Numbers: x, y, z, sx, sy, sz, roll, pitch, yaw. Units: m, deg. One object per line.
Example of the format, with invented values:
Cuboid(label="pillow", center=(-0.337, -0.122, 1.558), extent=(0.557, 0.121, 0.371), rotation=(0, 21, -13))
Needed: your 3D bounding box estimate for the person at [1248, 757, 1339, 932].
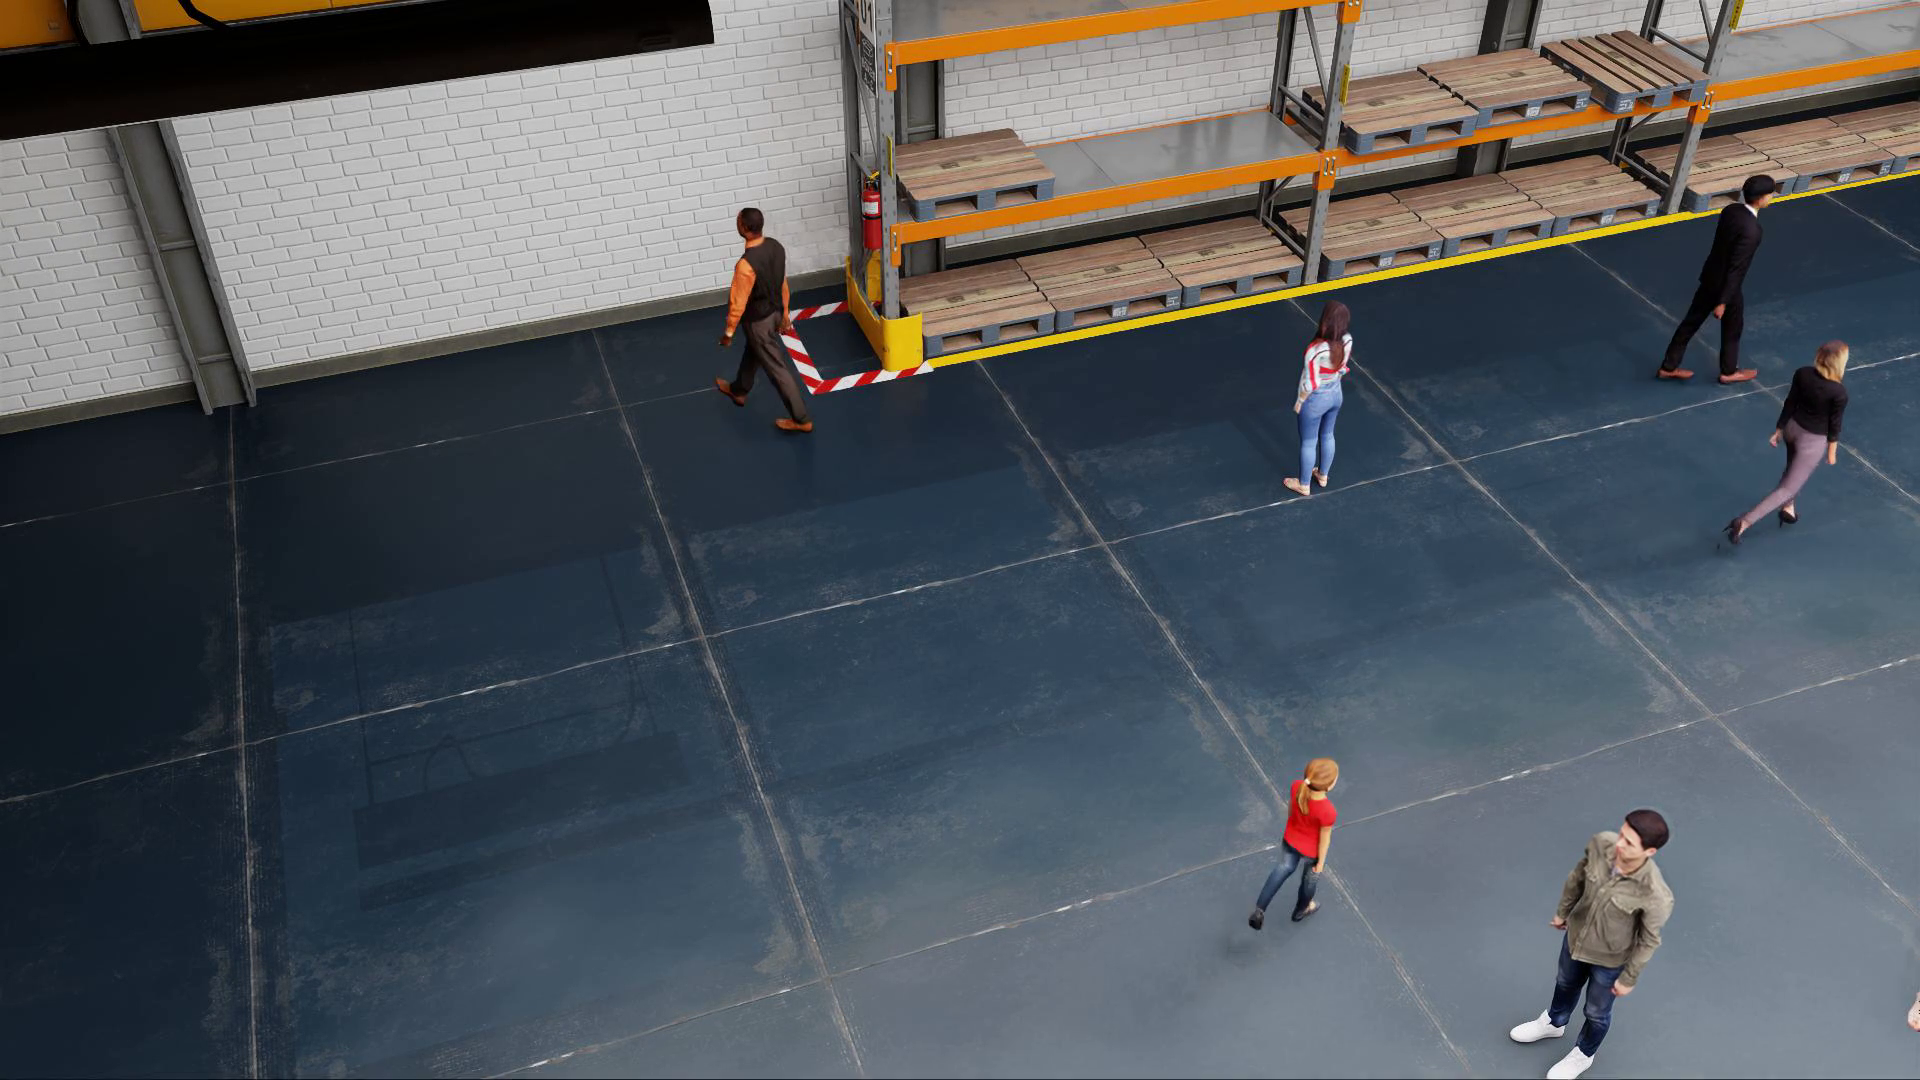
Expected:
Cuboid(label="person", center=(1.836, 1.687, 9.092), extent=(0.820, 1.297, 0.631), rotation=(-26, 46, -29))

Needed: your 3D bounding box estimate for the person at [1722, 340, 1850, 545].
Cuboid(label="person", center=(5.874, -0.635, 11.725), extent=(1.010, 1.637, 0.590), rotation=(-12, 40, -15))

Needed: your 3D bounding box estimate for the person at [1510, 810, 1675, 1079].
Cuboid(label="person", center=(3.193, 1.999, 8.245), extent=(0.571, 1.864, 0.709), rotation=(-15, 41, -18))

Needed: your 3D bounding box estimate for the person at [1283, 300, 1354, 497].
Cuboid(label="person", center=(2.670, -1.054, 12.269), extent=(0.535, 1.614, 0.698), rotation=(-23, 44, -27))

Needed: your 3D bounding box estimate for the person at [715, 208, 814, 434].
Cuboid(label="person", center=(-1.429, -1.630, 12.791), extent=(1.271, 1.862, 1.230), rotation=(17, 42, 20))

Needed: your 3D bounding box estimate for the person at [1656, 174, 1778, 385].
Cuboid(label="person", center=(6.005, -2.054, 13.332), extent=(1.108, 1.849, 0.910), rotation=(-1, 39, -2))
